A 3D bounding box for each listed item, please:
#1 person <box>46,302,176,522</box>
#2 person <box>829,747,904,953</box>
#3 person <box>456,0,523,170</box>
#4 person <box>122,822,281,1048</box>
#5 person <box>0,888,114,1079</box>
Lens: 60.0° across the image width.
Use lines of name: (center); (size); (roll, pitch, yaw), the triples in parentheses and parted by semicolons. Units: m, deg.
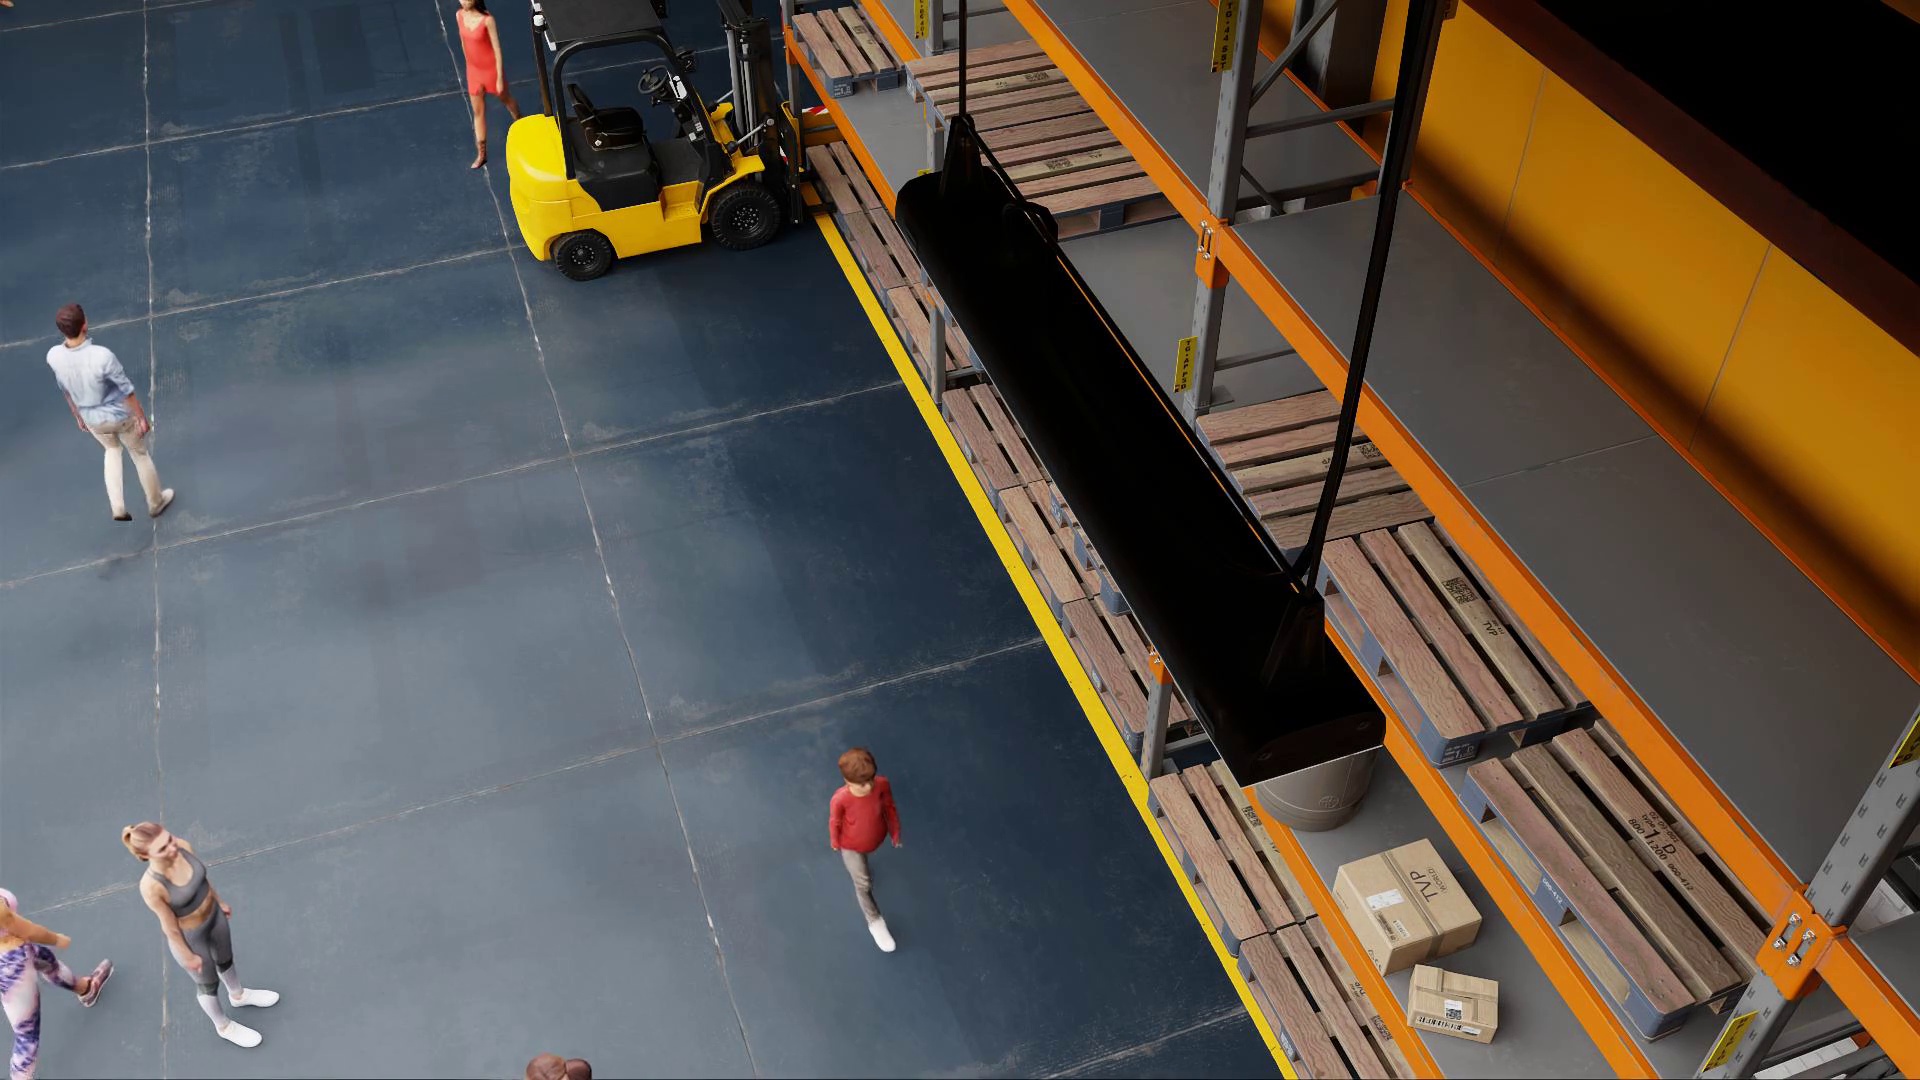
person: (-5.936, -0.801, 11.529); (0.814, 1.834, 0.920); (1, 44, 1)
person: (-0.575, 1.602, 9.334); (0.637, 1.381, 0.983); (-22, 48, -22)
person: (-4.332, -4.363, 15.387); (1.040, 1.670, 1.184); (13, 45, 13)
person: (-3.980, 2.020, 8.663); (0.703, 1.702, 0.607); (5, 44, 5)
person: (-4.856, 2.241, 8.418); (1.069, 1.720, 1.282); (10, 45, 11)
